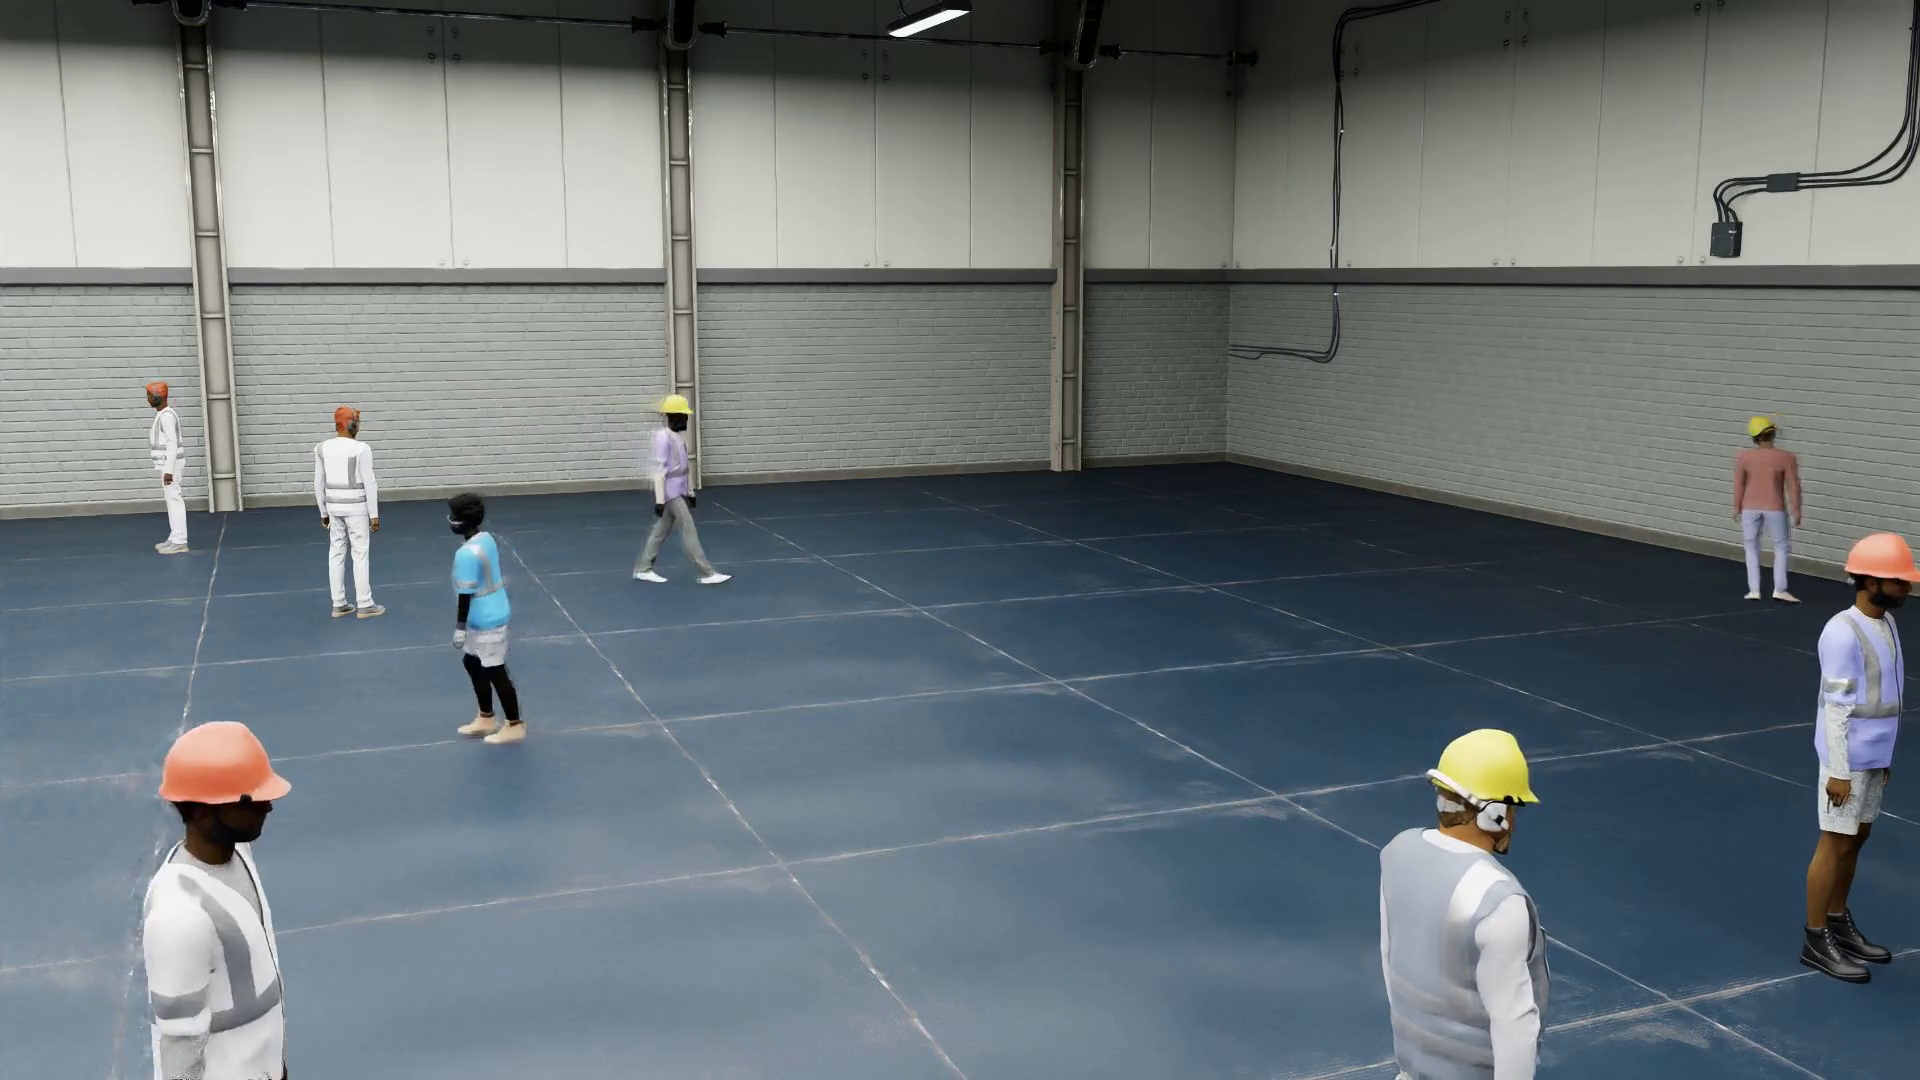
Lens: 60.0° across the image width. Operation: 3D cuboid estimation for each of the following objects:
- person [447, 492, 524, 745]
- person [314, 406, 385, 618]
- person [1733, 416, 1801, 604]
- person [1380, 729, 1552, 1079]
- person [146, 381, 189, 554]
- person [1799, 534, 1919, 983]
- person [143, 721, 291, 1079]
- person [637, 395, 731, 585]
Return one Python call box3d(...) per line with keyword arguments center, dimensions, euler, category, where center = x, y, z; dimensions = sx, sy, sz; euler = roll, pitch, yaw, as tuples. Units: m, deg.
box3d(center=(-3.073, 0.516, 10.636), dimensions=(0.525, 1.666, 0.553), euler=(-1, 9, -8), category="person")
box3d(center=(-5.420, -0.248, 14.752), dimensions=(0.583, 1.884, 0.343), euler=(2, 9, 15), category="person")
box3d(center=(7.493, -0.267, 15.404), dimensions=(0.661, 1.731, 0.309), euler=(5, 10, 29), category="person")
box3d(center=(1.381, 1.410, 4.539), dimensions=(0.403, 1.826, 0.586), euler=(-3, 10, -19), category="person")
box3d(center=(-8.665, -0.792, 18.185), dimensions=(0.361, 1.883, 0.575), euler=(-5, 10, -27), category="person")
box3d(center=(3.914, 0.929, 7.210), dimensions=(0.552, 1.935, 0.361), euler=(-9, 12, -43), category="person")
box3d(center=(-1.995, 1.398, 4.341), dimensions=(0.742, 1.914, 0.550), euler=(-2, 9, -14), category="person")
box3d(center=(-2.756, -0.483, 16.270), dimensions=(0.980, 1.871, 0.604), euler=(1, 9, 5), category="person")
